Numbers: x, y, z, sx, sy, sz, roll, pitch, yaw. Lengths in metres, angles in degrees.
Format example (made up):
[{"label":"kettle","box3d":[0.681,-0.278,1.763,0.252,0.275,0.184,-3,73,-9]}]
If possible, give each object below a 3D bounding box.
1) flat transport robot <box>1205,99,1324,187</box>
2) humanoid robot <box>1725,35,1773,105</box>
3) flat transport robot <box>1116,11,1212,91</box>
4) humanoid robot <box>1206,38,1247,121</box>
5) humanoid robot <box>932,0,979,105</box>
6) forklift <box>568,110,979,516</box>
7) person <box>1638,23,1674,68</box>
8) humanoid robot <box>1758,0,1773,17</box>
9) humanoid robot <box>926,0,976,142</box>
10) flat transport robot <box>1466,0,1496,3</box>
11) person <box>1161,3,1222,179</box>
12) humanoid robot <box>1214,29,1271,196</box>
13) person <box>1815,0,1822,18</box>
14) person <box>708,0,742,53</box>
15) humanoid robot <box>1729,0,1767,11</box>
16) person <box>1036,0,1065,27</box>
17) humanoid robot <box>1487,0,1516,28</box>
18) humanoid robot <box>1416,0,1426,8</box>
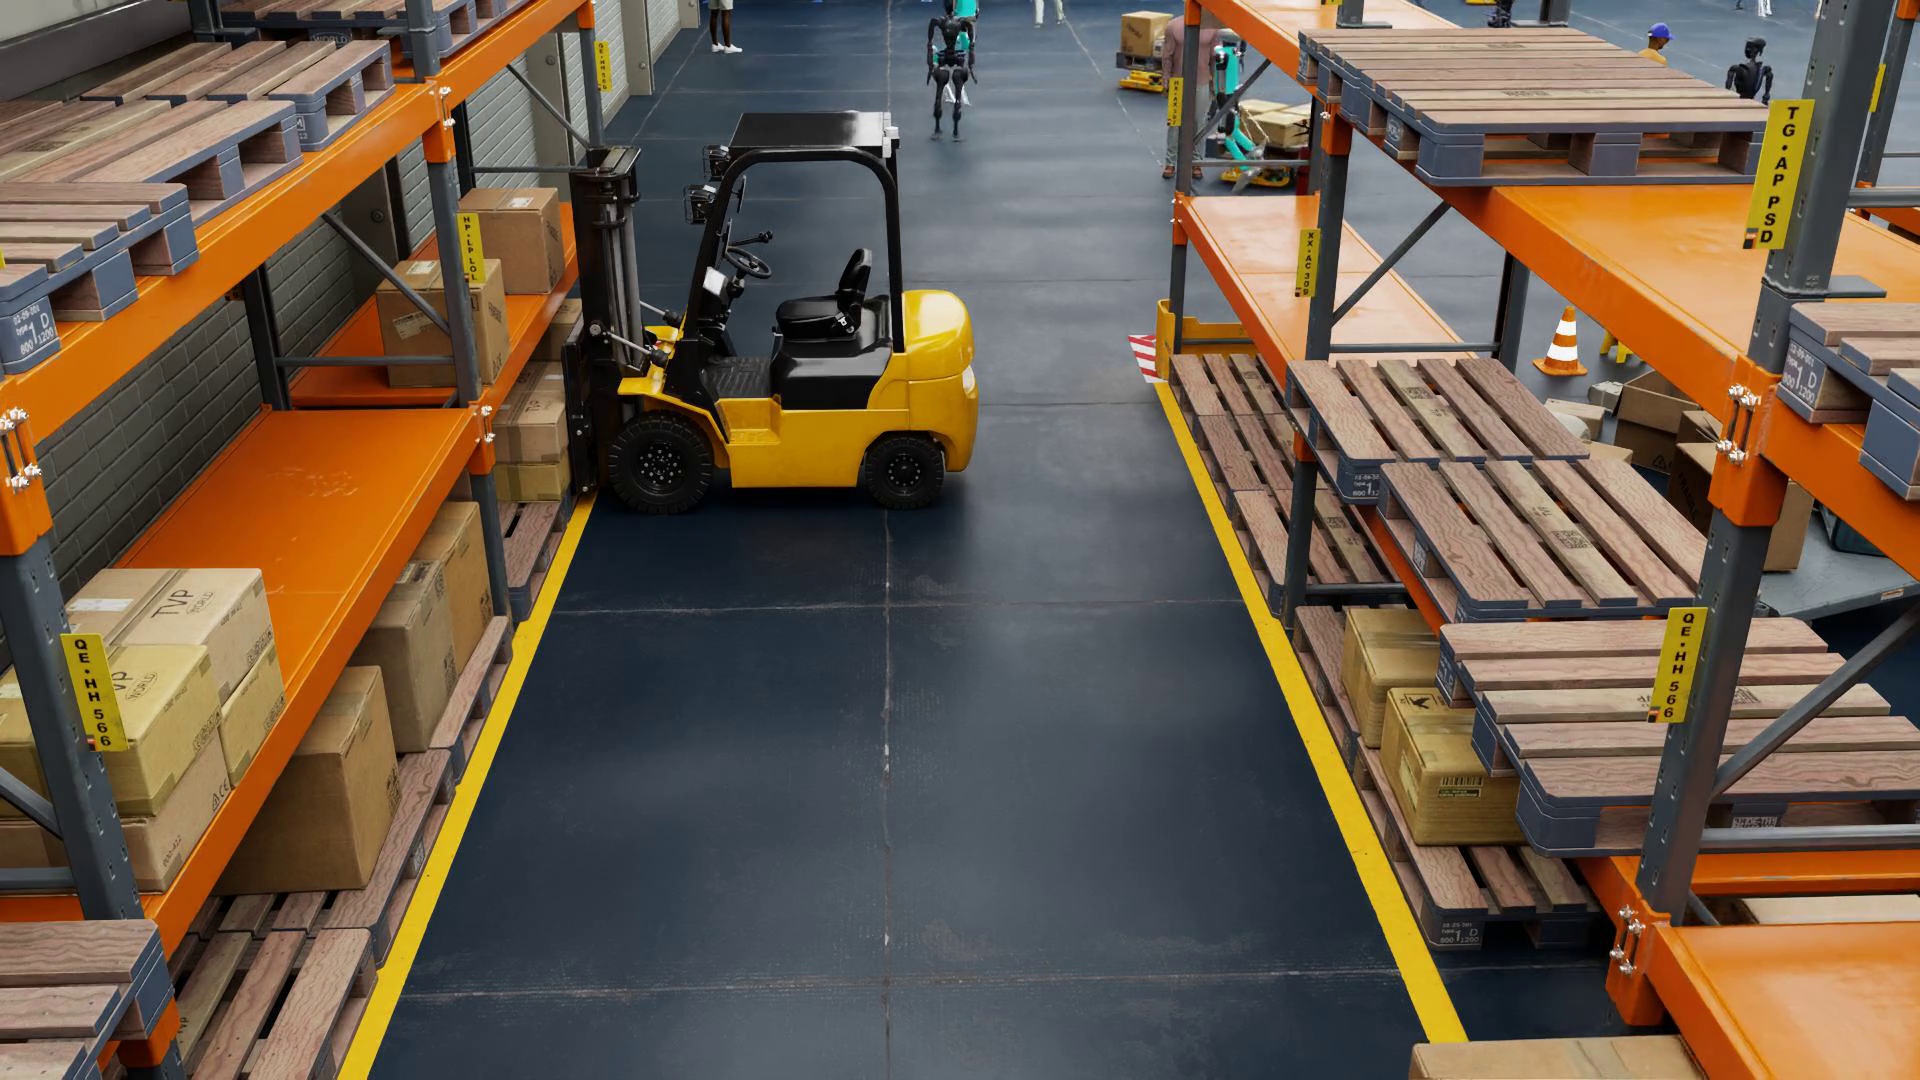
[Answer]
[{"label":"flat transport robot","box3d":[3.369,-4.043,17.866,0.659,0.231,1.431,14,29,28]},{"label":"humanoid robot","box3d":[7.666,-4.088,16.319,0.609,1.645,0.375,-5,26,-11]},{"label":"flat transport robot","box3d":[2.875,-6.350,22.751,0.659,0.231,1.431,22,33,39]},{"label":"humanoid robot","box3d":[3.186,-5.925,20.214,0.608,1.643,0.423,16,30,30]},{"label":"humanoid robot","box3d":[-0.120,-6.383,21.143,0.720,1.831,0.543,19,31,35]},{"label":"forklift","box3d":[-1.043,-1.379,9.976,2.313,2.155,1.214,-1,25,-2]},{"label":"person","box3d":[6.916,-4.329,16.781,0.369,1.712,0.447,-11,27,-22]},{"label":"humanoid robot","box3d":[13.976,-9.921,28.588,0.540,1.796,0.666,-7,26,-14]},{"label":"humanoid robot","box3d":[-0.102,-5.458,19.205,0.586,1.659,0.326,1,25,2]},{"label":"flat transport robot","box3d":[9.604,-10.064,30.616,0.659,0.231,1.431,4,26,9]},{"label":"person","box3d":[2.421,-4.783,17.479,0.626,1.940,0.372,4,26,8]},{"label":"humanoid robot","box3d":[2.753,-4.002,16.098,0.665,1.827,0.553,9,27,18]},{"label":"person","box3d":[14.874,-9.817,28.256,0.616,1.839,1.015,21,33,37]},{"label":"person","box3d":[-3.610,-8.298,24.970,0.544,1.900,0.375,19,31,34]},{"label":"humanoid robot","box3d":[13.964,-10.102,29.089,0.619,1.647,0.601,-7,26,-14]},{"label":"person","box3d":[1.495,-9.394,27.509,0.558,1.701,0.900,9,27,19]},{"label":"humanoid robot","box3d":[7.250,-6.800,22.077,0.661,1.638,0.601,15,29,29]},{"label":"humanoid robot","box3d":[8.022,-10.012,28.872,0.377,1.643,0.610,1,25,2]}]
